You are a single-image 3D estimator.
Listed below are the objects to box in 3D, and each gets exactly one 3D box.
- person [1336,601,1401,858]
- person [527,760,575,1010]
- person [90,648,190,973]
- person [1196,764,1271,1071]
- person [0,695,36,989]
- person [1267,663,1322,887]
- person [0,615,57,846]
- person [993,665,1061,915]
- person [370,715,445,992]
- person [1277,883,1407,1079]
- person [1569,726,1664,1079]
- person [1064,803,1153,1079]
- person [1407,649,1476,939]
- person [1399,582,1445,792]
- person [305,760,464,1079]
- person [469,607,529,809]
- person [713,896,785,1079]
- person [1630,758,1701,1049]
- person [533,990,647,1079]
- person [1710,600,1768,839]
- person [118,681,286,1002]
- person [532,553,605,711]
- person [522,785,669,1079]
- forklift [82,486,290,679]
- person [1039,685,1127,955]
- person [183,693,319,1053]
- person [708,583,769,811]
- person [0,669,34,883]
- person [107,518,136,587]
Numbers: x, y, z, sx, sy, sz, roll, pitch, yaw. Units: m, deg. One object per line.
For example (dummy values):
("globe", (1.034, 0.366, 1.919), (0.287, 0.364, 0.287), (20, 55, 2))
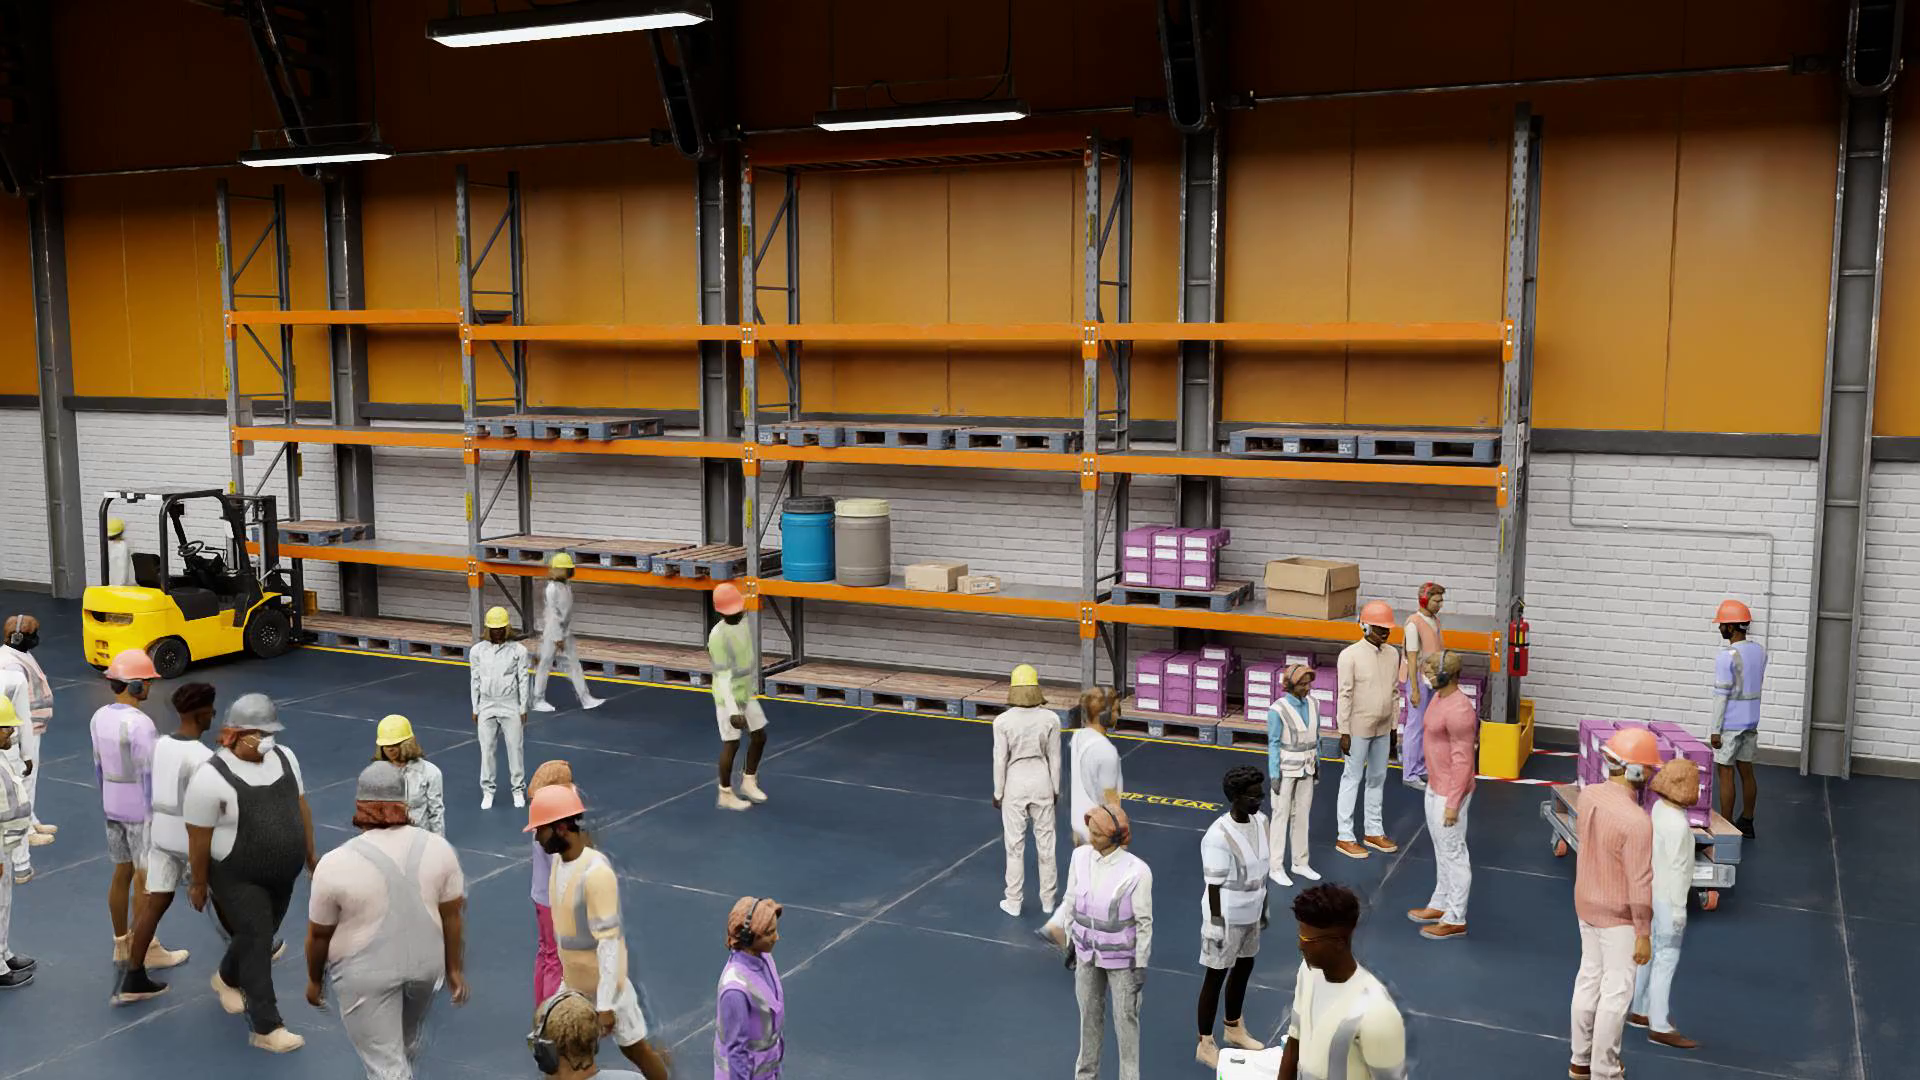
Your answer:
("person", (3.167, 1.449, 12.833), (0.616, 1.988, 0.400), (-4, 8, -30))
("person", (-2.268, 2.040, 9.369), (0.284, 1.633, 0.500), (-4, 8, -27))
("person", (-5.197, 1.699, 10.514), (0.605, 2.043, 0.382), (5, 8, 34))
("person", (1.509, 2.045, 9.106), (0.321, 1.688, 0.535), (6, 9, 43))
("person", (-5.924, 1.847, 10.213), (0.403, 1.820, 0.602), (-4, 8, -30))
("person", (2.438, 1.703, 12.167), (0.523, 1.631, 0.317), (-5, 9, -36))
("person", (-7.368, 1.493, 13.096), (0.429, 1.832, 0.634), (-4, 8, -27))
("person", (0.458, 1.728, 11.535), (0.483, 1.735, 0.316), (-1, 7, -11))
("person", (-3.376, 1.904, 10.103), (0.488, 1.736, 0.366), (0, 7, -4))
("person", (1.433, 2.259, 6.435), (1.052, 1.896, 0.588), (-1, 7, -10))
("person", (3.441, 1.948, 8.715), (0.412, 1.983, 0.619), (-1, 7, -8))
("person", (0.751, 2.141, 8.515), (0.512, 1.638, 0.312), (6, 9, 39))
("person", (3.240, 1.683, 11.084), (0.376, 1.937, 0.629), (1, 7, 4))
("person", (4.100, 1.285, 14.761), (0.390, 1.840, 0.565), (5, 8, 34))
("person", (-2.780, 2.008, 7.964), (1.043, 2.000, 0.689), (6, 9, 42))
("person", (-3.898, 1.419, 14.096), (0.481, 1.734, 0.327), (-1, 7, -7))
("person", (-0.901, 2.314, 7.121), (0.313, 1.631, 0.524), (1, 7, 5))
("person", (4.021, 2.035, 9.427), (0.278, 1.633, 0.506), (1, 7, 11))
("person", (-1.215, 2.387, 5.317), (0.373, 1.929, 0.636), (4, 8, 31))
("person", (6.122, 1.433, 13.195), (0.543, 1.929, 0.386), (-4, 8, -30))
("person", (-4.716, 1.806, 10.190), (0.626, 1.910, 1.039), (4, 8, 29))
("person", (-4.200, 0.991, 17.681), (0.848, 1.705, 0.513), (2, 7, 14))
("person", (-1.743, 2.102, 7.976), (0.913, 1.879, 0.648), (-6, 9, -41))
("forklift", (-9.426, 0.454, 20.179), (1.214, 2.155, 2.313), (3, 8, 26))
("person", (0.844, 1.814, 10.428), (0.519, 1.829, 0.523), (-2, 7, -19))
("person", (-4.091, 1.817, 9.542), (0.957, 2.000, 0.678), (3, 8, 24))
("person", (-1.874, 1.318, 13.913), (0.483, 1.982, 0.721), (3, 8, 25))
("person", (-7.053, 1.589, 12.078), (0.575, 1.883, 0.362), (-4, 8, -31))
("person", (-10.672, 0.564, 21.175), (0.447, 1.723, 0.571), (-5, 9, -36))
